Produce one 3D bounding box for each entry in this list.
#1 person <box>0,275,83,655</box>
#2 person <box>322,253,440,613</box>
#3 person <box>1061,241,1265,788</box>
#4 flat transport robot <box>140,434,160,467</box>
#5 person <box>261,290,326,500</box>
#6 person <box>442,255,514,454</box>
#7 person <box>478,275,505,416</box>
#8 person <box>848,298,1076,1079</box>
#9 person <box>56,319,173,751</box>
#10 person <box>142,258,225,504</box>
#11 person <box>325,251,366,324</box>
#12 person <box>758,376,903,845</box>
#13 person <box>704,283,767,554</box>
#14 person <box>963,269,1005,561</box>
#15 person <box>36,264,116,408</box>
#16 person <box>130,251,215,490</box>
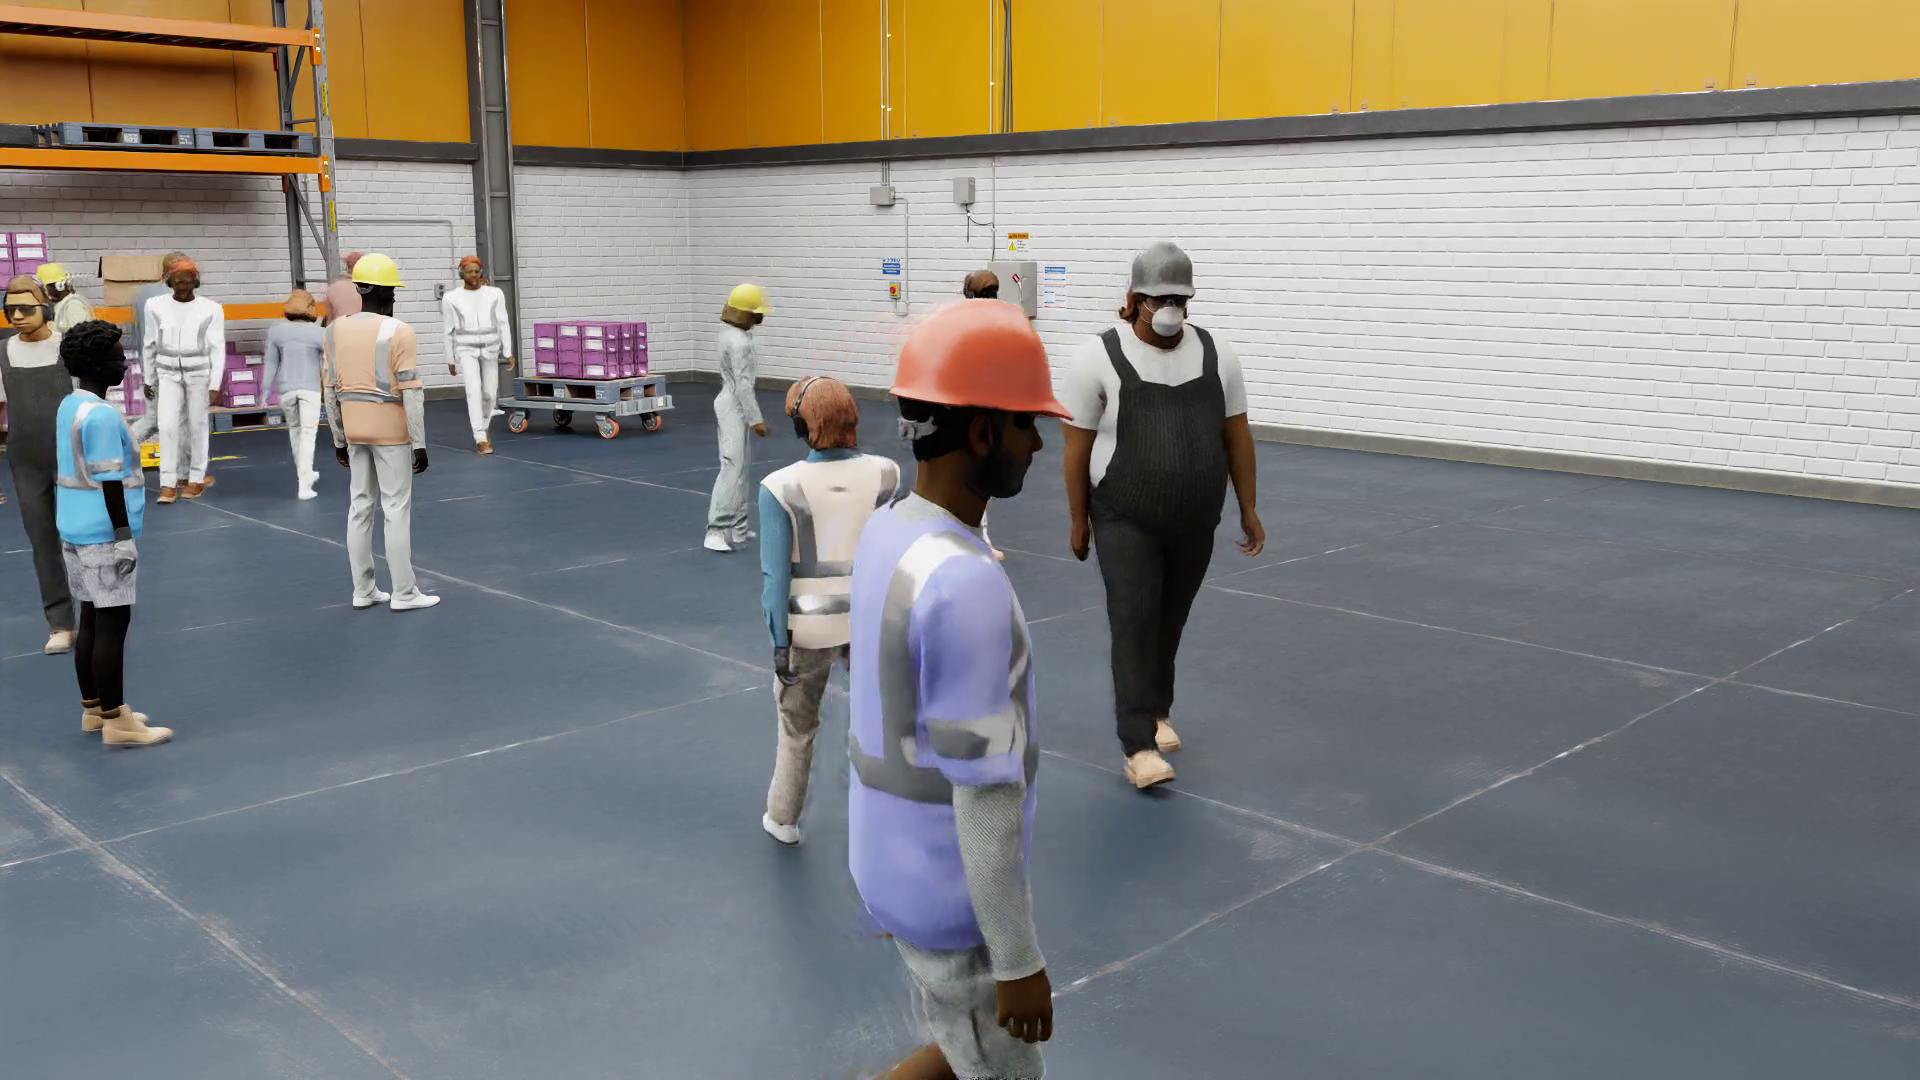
[{"bbox_3d":[-4.404,-0.352,8.026,0.553,1.834,0.401,-3,11,-14],"label":"person"},{"bbox_3d":[-3.123,-0.572,8.973,0.593,1.924,0.384,4,11,20],"label":"person"},{"bbox_3d":[0.787,-0.122,6.212,0.705,2.000,0.959,-3,11,-17],"label":"person"},{"bbox_3d":[-7.376,-0.816,14.822,0.652,0.197,1.431,-10,14,-44],"label":"flat transport robot"},{"bbox_3d":[-5.113,-1.143,12.989,0.551,1.590,0.814,0,10,-1],"label":"person"},{"bbox_3d":[-4.558,-1.759,15.683,0.590,1.856,0.911,-5,12,-26],"label":"person"},{"bbox_3d":[-5.395,-2.207,18.691,0.498,1.633,0.285,1,10,4],"label":"person"},{"bbox_3d":[-0.019,0.565,2.783,0.608,1.926,0.550,-2,11,-12],"label":"person"},{"bbox_3d":[-3.390,-0.021,6.599,0.317,1.695,0.540,-9,14,-40],"label":"person"},{"bbox_3d":[-5.885,-1.190,12.575,0.635,1.843,0.842,-2,11,-13],"label":"person"},{"bbox_3d":[-5.810,-1.851,16.129,0.668,1.863,0.981,2,11,9],"label":"person"},{"bbox_3d":[-0.378,0.280,5.245,0.519,1.592,0.872,-5,11,-25],"label":"person"},{"bbox_3d":[-1.440,-0.790,10.748,0.421,1.712,0.791,-2,11,-8],"label":"person"},{"bbox_3d":[0.081,-0.795,10.481,0.632,1.822,0.639,-8,13,-38],"label":"person"},{"bbox_3d":[-7.929,-1.563,14.821,0.959,1.765,0.657,-10,14,-44],"label":"person"},{"bbox_3d":[-6.275,-1.291,12.971,0.691,1.898,0.803,6,12,30],"label":"person"}]
